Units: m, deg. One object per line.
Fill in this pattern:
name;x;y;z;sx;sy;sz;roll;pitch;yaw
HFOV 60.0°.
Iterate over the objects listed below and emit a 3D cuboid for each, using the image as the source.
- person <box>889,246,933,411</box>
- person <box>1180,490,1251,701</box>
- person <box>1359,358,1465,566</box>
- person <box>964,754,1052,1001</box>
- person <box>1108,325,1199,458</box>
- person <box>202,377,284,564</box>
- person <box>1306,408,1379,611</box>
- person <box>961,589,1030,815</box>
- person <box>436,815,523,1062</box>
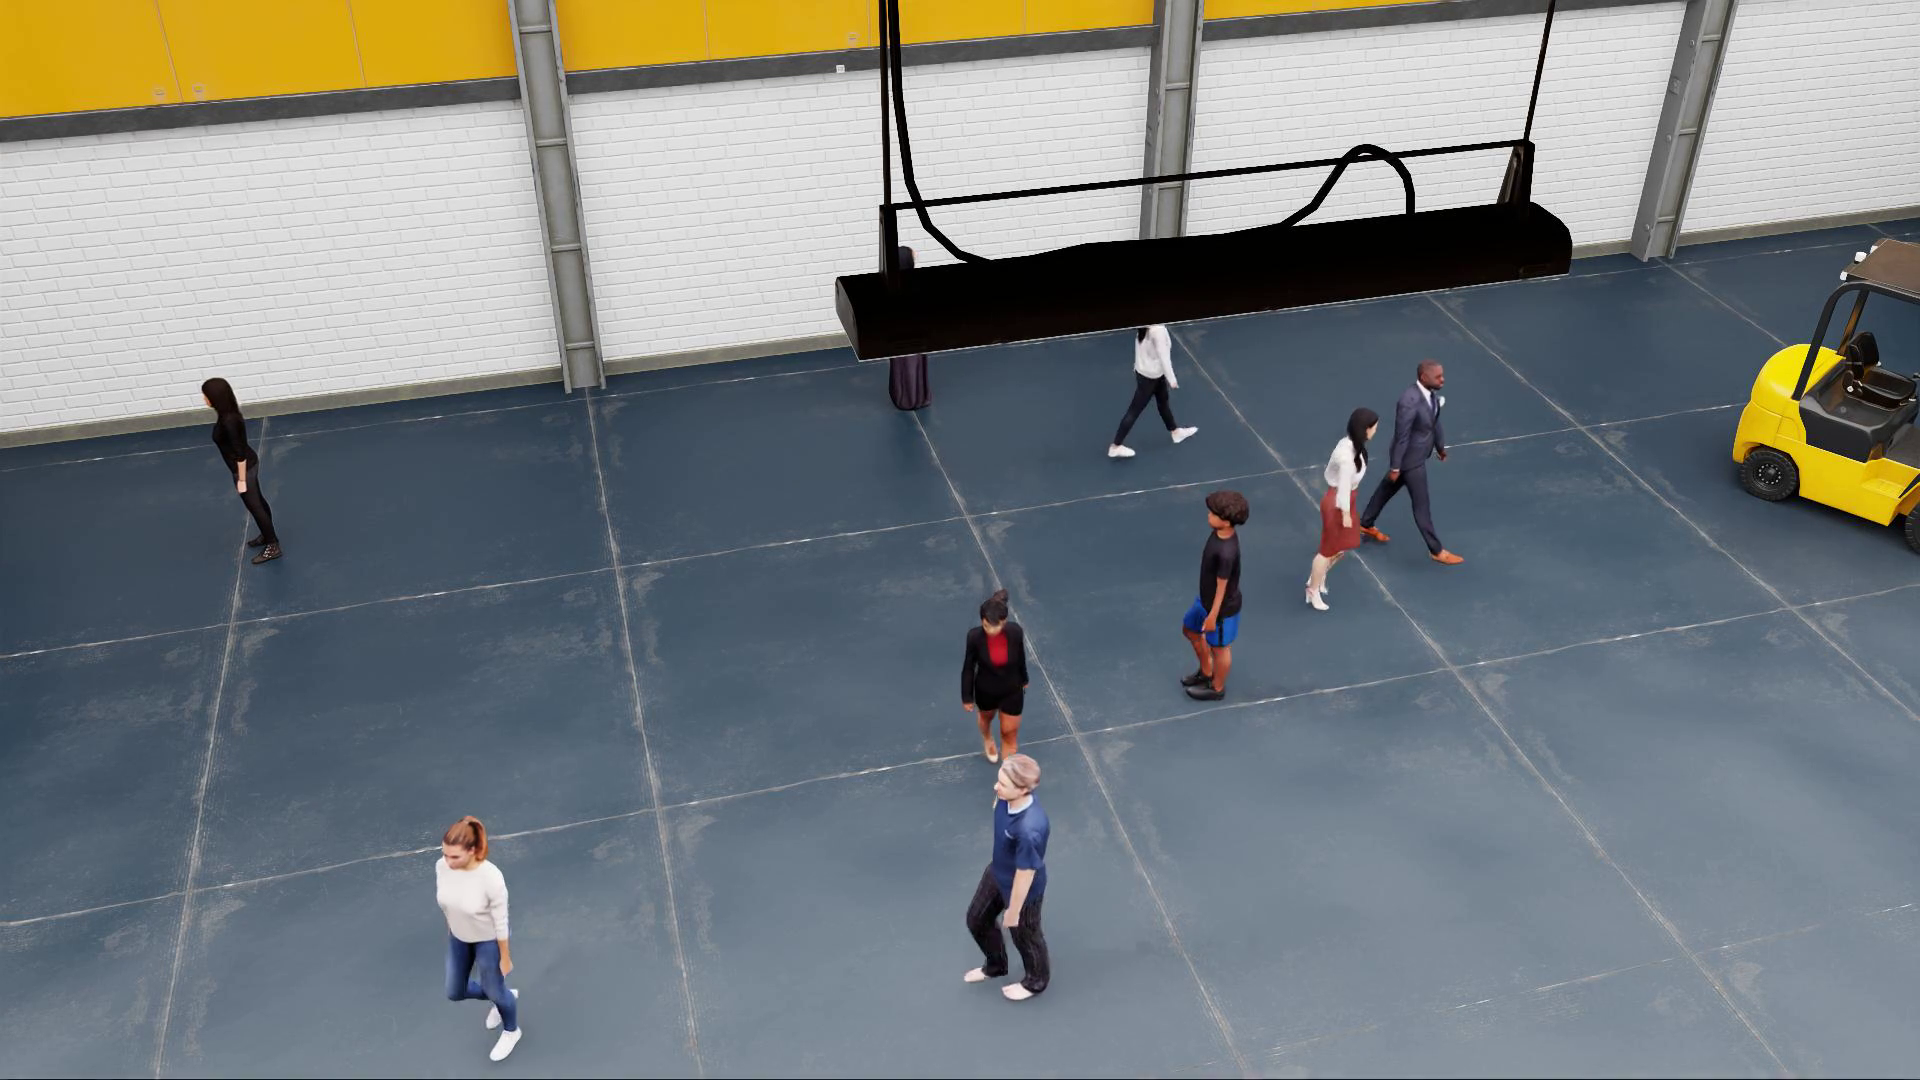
person;-0.508;-2.018;15.660;0.679;1.615;0.676;-19;38;-26
person;1.922;0.416;11.838;0.682;1.791;0.691;0;34;0
person;3.581;-0.681;13.498;1.251;1.781;1.215;19;38;26
person;0.412;1.929;9.504;0.694;1.856;0.675;-9;35;-13
person;1.601;-1.453;14.777;1.120;1.651;0.682;-6;34;-9
person;-5.804;-0.588;13.485;0.534;1.640;0.614;-13;36;-18
person;2.861;-0.237;12.877;0.762;1.729;0.703;21;39;29
person;0.251;0.991;11.157;1.021;1.588;0.813;-4;34;-7
person;-2.624;2.172;9.272;0.777;1.709;0.840;15;36;21
